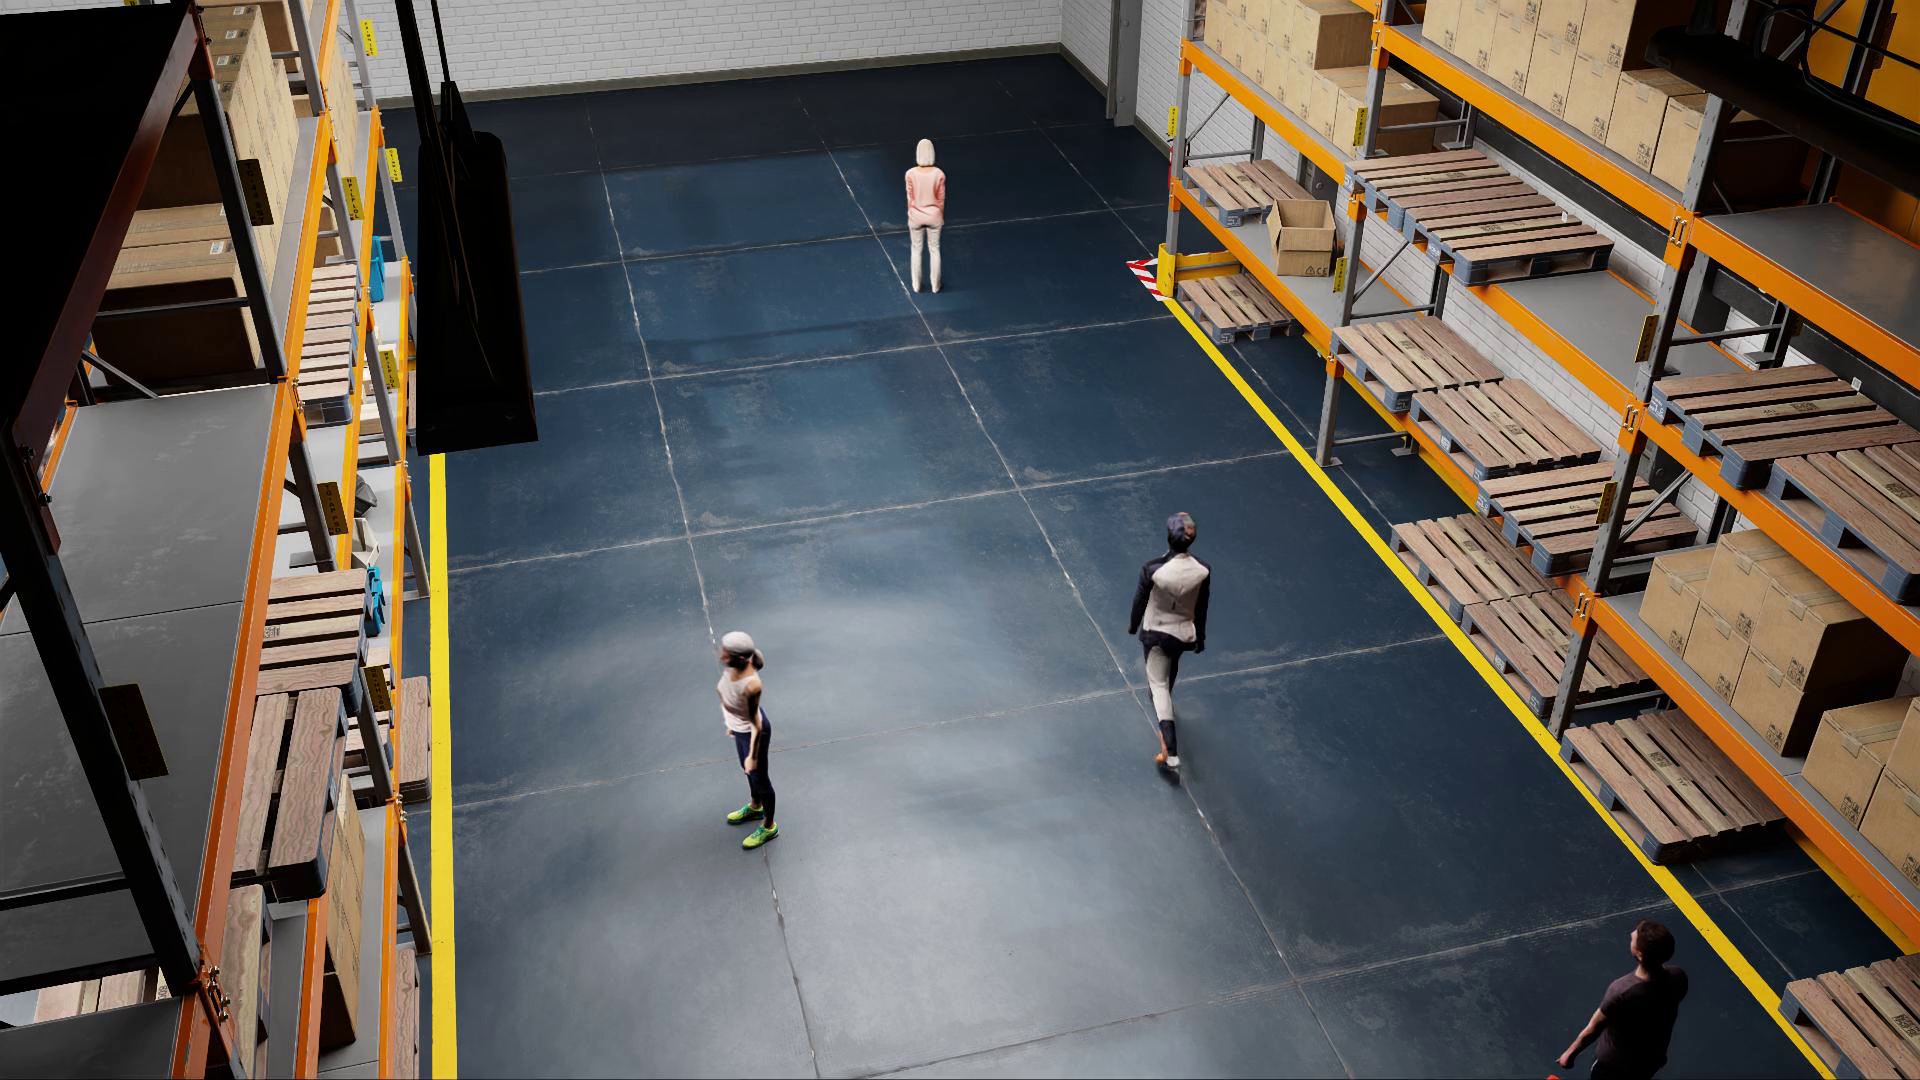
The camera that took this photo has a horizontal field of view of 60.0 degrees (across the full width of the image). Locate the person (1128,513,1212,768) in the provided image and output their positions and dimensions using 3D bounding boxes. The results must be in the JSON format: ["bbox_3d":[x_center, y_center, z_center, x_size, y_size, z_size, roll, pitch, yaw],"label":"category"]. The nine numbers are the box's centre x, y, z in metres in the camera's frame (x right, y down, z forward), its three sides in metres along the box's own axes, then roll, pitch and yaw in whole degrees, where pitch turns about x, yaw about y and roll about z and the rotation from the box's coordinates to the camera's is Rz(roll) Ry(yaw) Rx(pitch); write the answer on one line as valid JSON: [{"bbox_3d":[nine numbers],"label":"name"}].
[{"bbox_3d":[1.484,0.736,11.670,0.686,1.846,1.207,-7,34,-11],"label":"person"}]

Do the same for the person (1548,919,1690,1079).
[{"bbox_3d":[3.503,2.750,8.653,0.761,1.831,1.000,-12,36,-18],"label":"person"}]

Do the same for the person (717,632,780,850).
[{"bbox_3d":[-1.383,1.280,10.978,0.697,1.706,0.531,-15,36,-21],"label":"person"}]

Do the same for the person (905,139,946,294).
[{"bbox_3d":[-0.385,-3.546,18.221,0.626,1.725,0.579,-2,34,-3],"label":"person"}]
